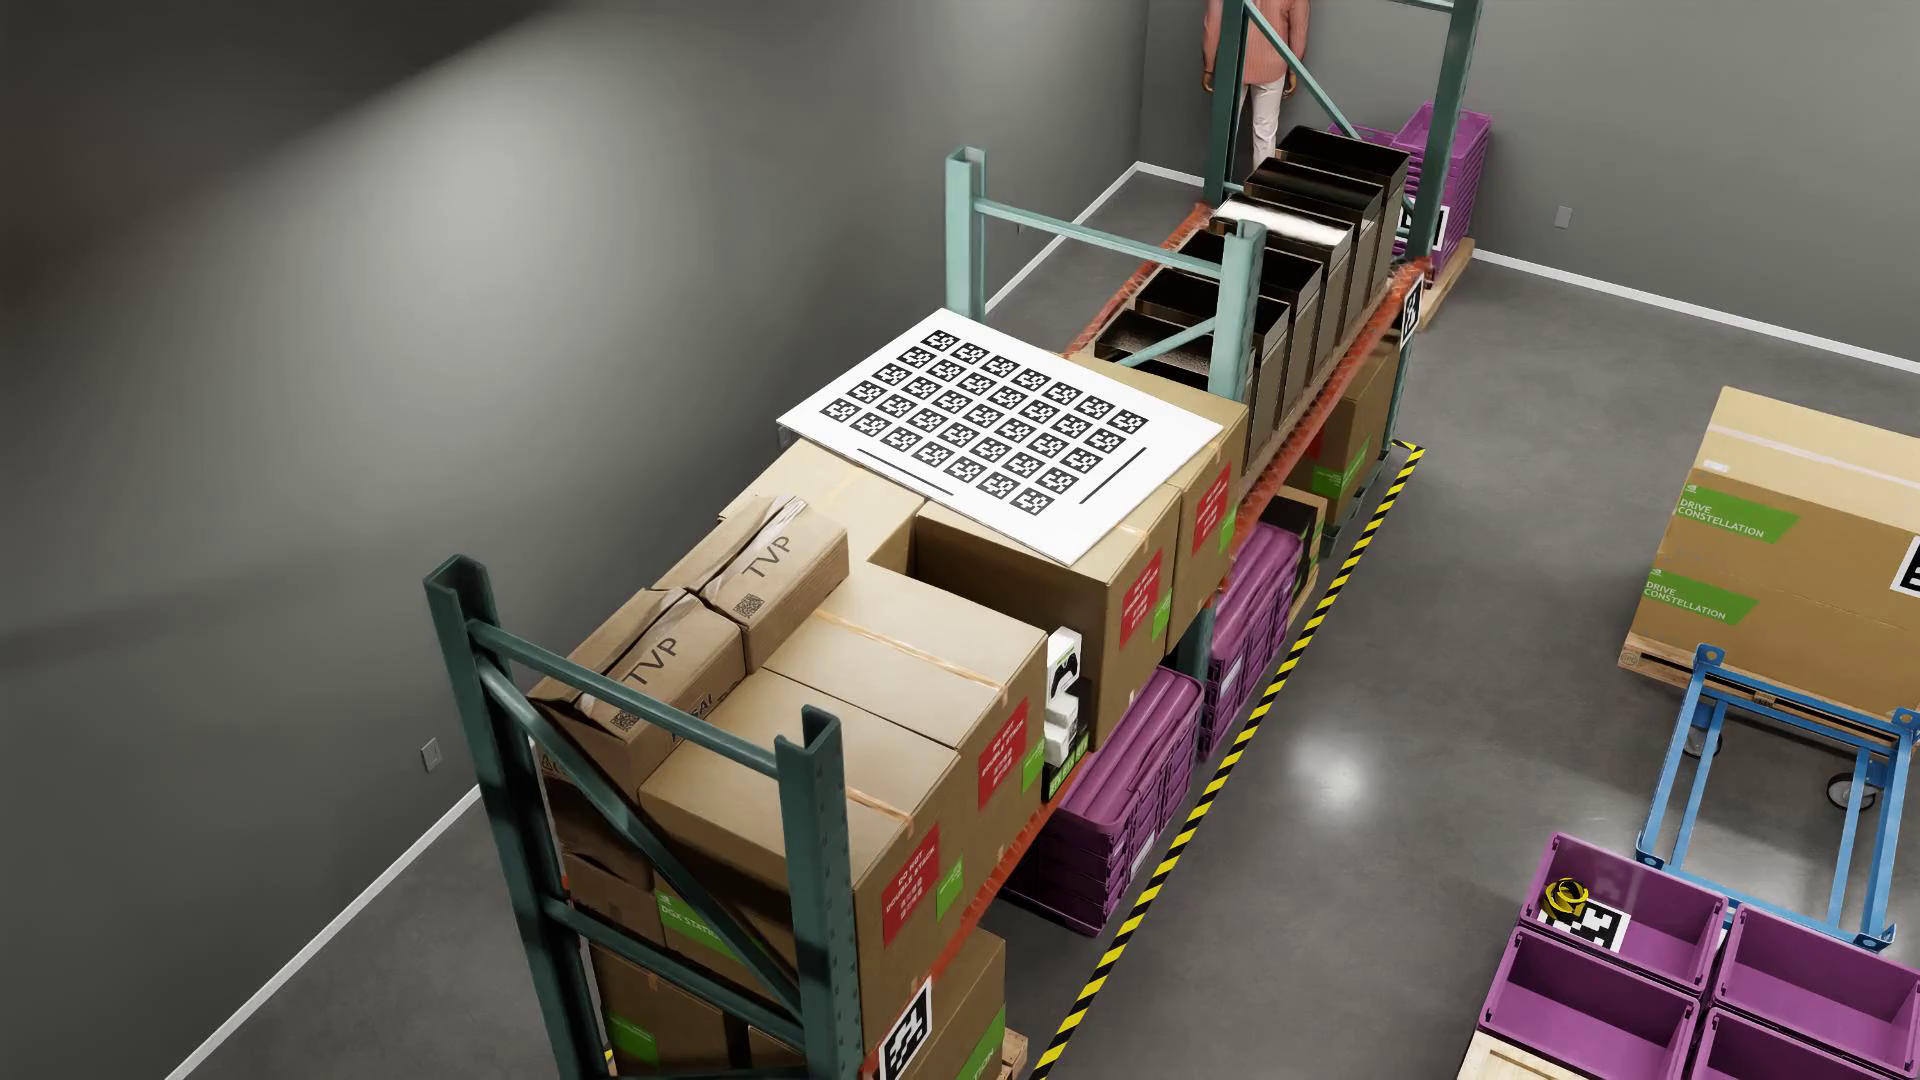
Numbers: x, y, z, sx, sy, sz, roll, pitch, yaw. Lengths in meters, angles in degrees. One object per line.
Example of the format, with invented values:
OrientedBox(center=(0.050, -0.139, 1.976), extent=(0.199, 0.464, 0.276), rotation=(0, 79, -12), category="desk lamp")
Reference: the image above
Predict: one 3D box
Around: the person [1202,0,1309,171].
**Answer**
OrientedBox(center=(1.737, -2.828, 9.924), extent=(0.611, 1.995, 0.375), rotation=(4, 40, 4), category="person")
